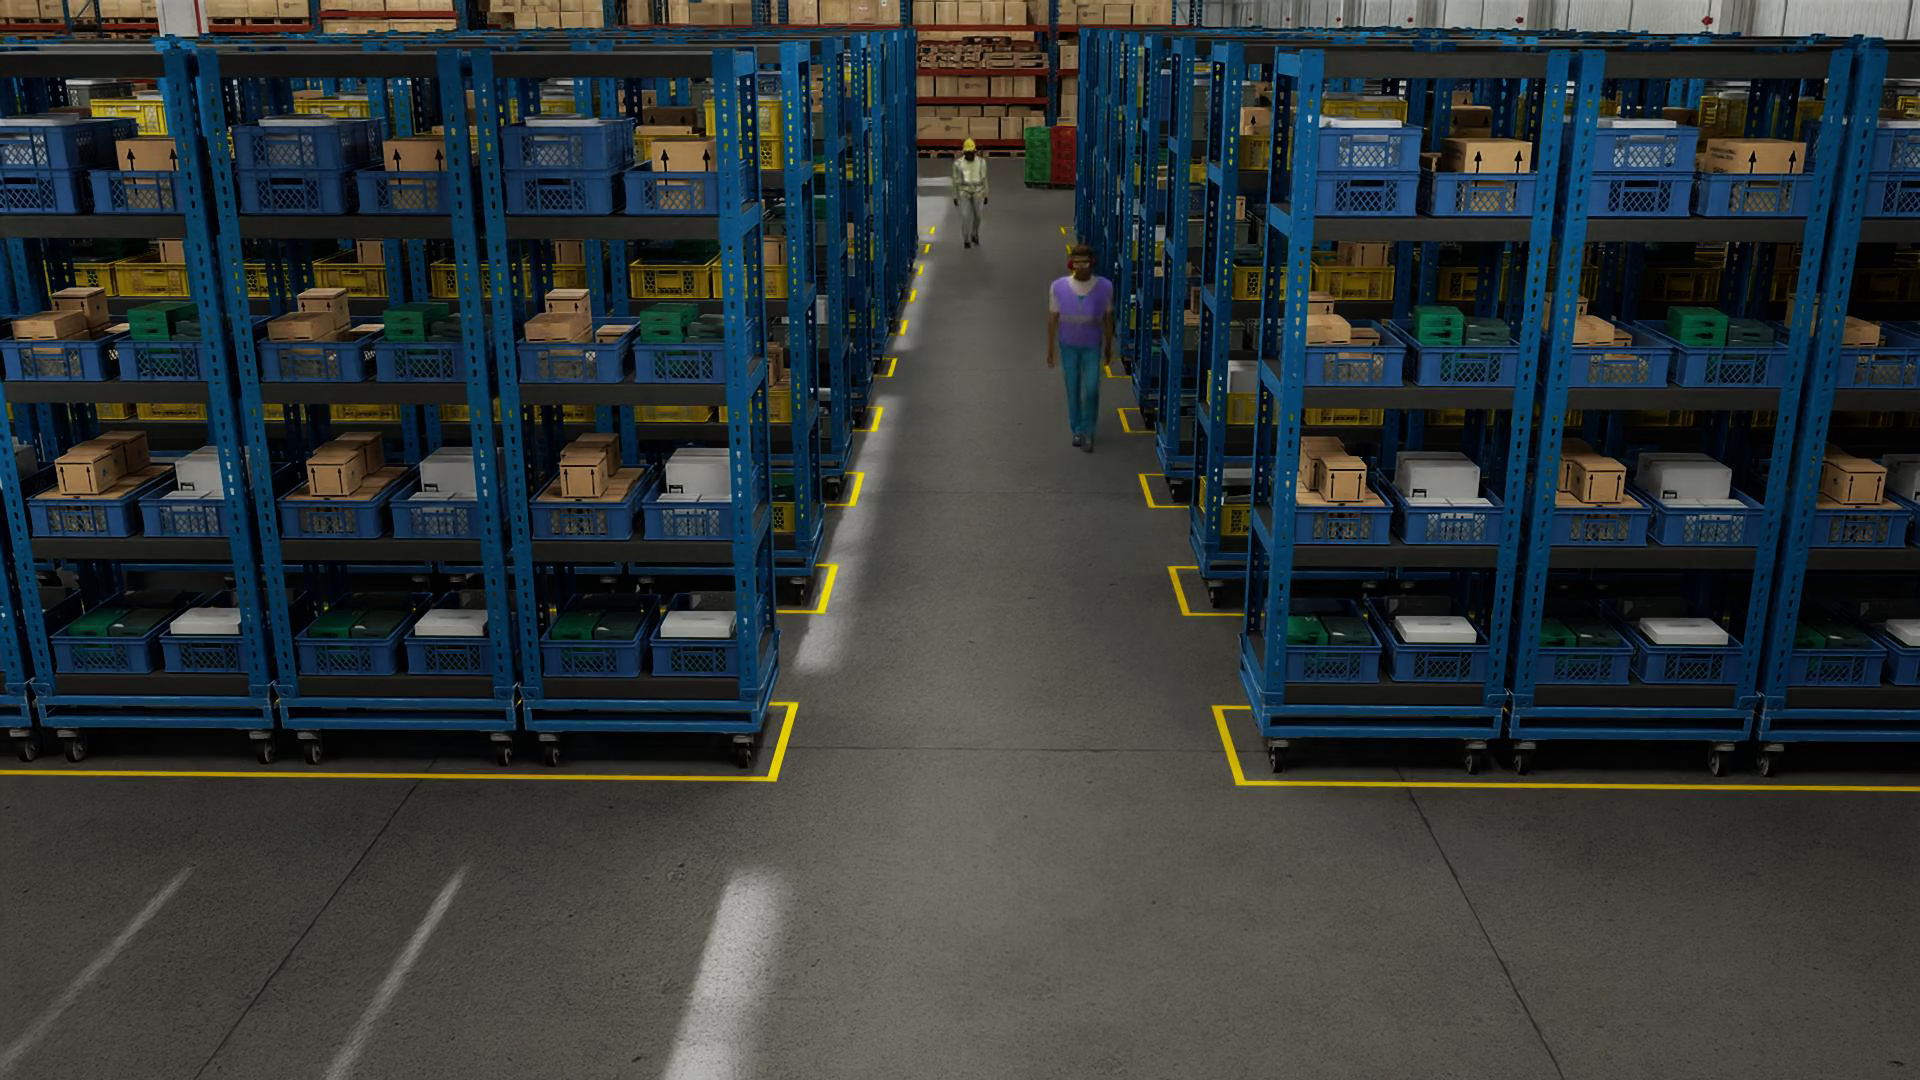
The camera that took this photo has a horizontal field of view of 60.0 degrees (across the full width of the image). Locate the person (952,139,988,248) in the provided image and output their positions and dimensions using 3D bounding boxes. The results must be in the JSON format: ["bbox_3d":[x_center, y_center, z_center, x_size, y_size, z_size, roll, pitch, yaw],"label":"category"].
[{"bbox_3d":[0.170,-5.797,27.860,0.615,1.812,0.442,-3,18,-9],"label":"person"}]

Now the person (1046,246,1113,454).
[{"bbox_3d":[1.051,-1.683,14.737,0.581,1.812,0.781,2,18,6],"label":"person"}]
